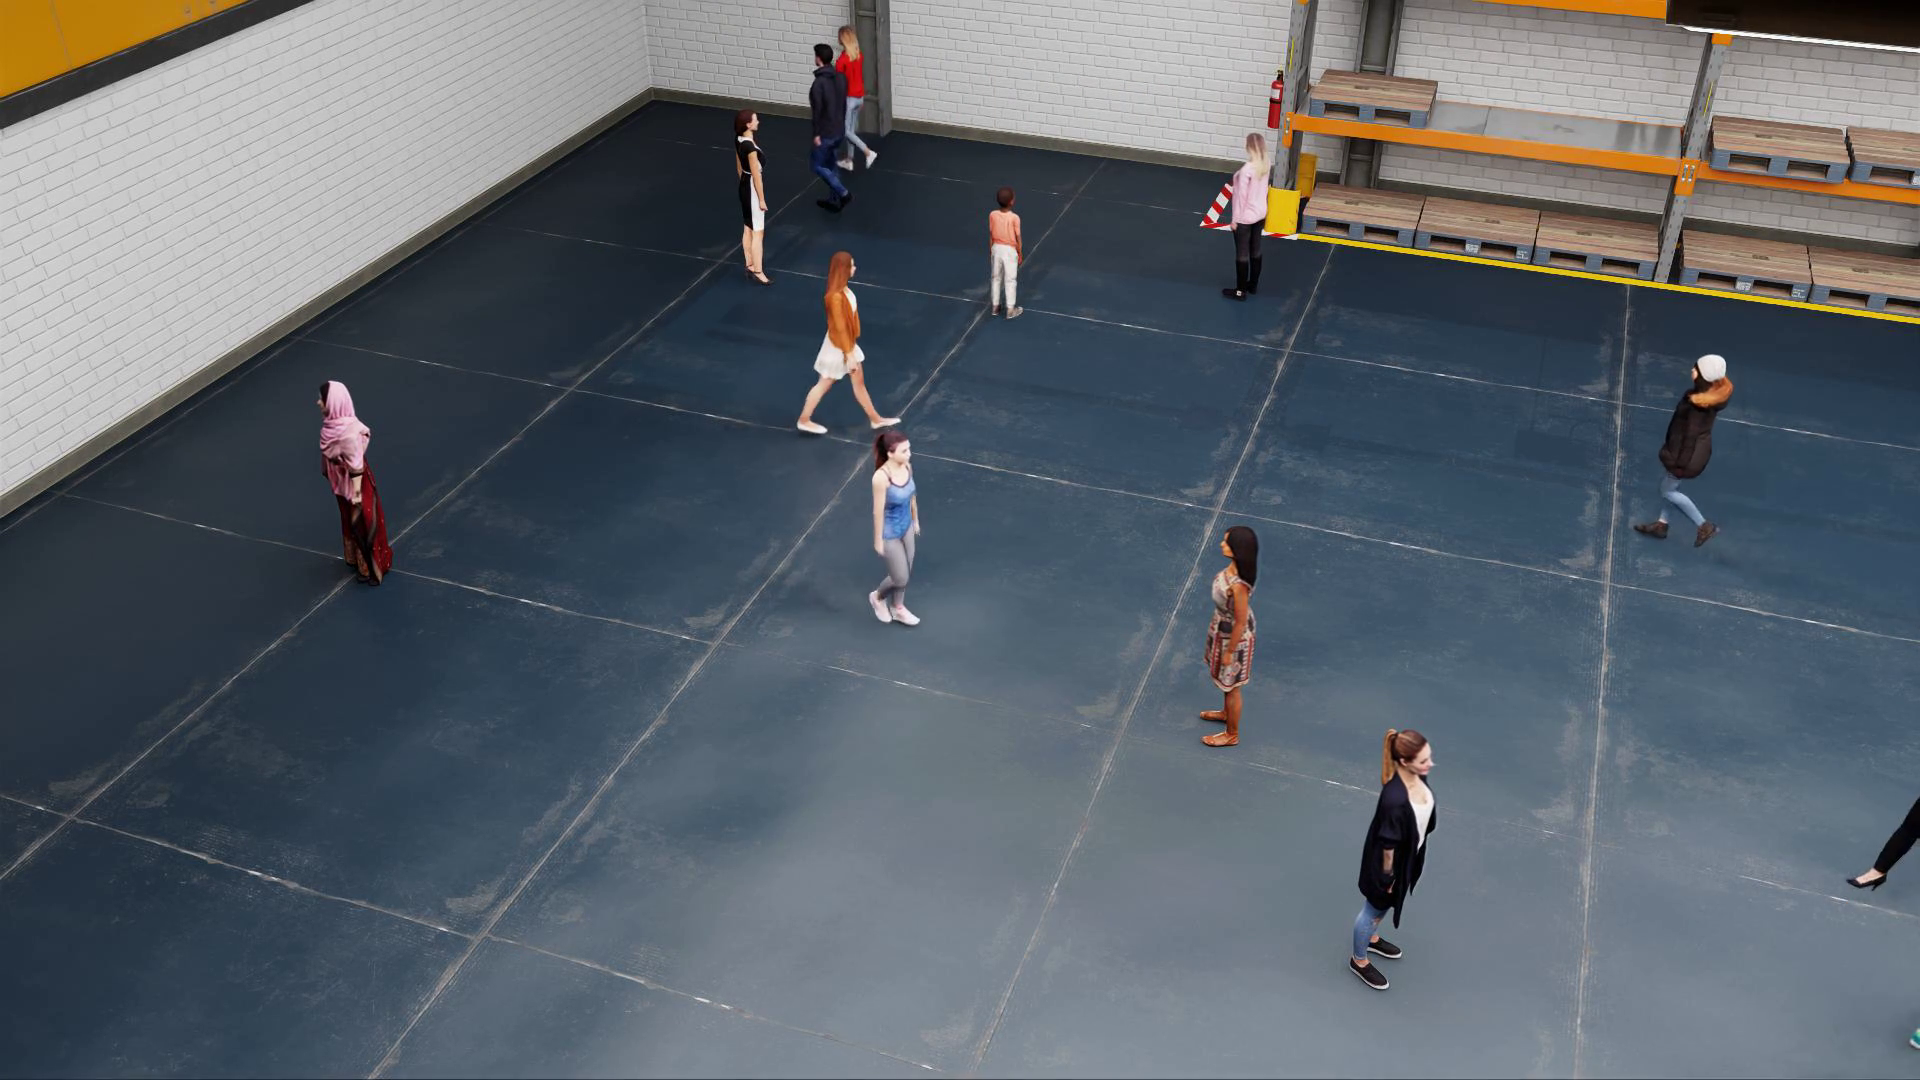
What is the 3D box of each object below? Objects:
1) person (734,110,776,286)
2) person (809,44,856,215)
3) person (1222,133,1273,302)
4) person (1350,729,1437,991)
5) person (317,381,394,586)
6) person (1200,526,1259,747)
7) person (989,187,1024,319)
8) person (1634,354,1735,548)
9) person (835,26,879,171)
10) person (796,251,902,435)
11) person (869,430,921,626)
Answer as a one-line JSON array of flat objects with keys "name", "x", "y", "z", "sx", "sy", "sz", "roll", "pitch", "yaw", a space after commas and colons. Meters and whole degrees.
[{"name": "person", "x": -2.075, "y": -3.417, "z": 16.605, "sx": 0.704, "sy": 1.795, "sz": 0.629, "roll": -17, "pitch": 37, "yaw": -24}, {"name": "person", "x": -1.365, "y": -4.400, "z": 18.013, "sx": 0.919, "sy": 1.874, "sz": 0.809, "roll": 22, "pitch": 39, "yaw": 29}, {"name": "person", "x": 2.860, "y": -3.182, "z": 16.350, "sx": 0.681, "sy": 1.686, "sz": 0.688, "roll": -27, "pitch": 42, "yaw": -34}, {"name": "person", "x": 2.331, "y": 1.698, "z": 9.010, "sx": 0.621, "sy": 1.684, "sz": 0.670, "roll": 19, "pitch": 38, "yaw": 26}, {"name": "person", "x": -4.486, "y": -0.448, "z": 12.282, "sx": 0.826, "sy": 1.637, "sz": 0.740, "roll": -20, "pitch": 39, "yaw": -27}, {"name": "person", "x": 1.753, "y": 0.608, "z": 10.685, "sx": 0.612, "sy": 1.645, "sz": 0.698, "roll": 3, "pitch": 34, "yaw": 5}, {"name": "person", "x": 0.431, "y": -2.789, "z": 16.098, "sx": 0.427, "sy": 1.310, "sz": 0.571, "roll": 15, "pitch": 37, "yaw": 22}, {"name": "person", "x": 5.579, "y": -0.643, "z": 12.589, "sx": 0.908, "sy": 1.621, "sz": 0.738, "roll": 21, "pitch": 39, "yaw": 28}, {"name": "person", "x": -1.205, "y": -5.027, "z": 19.124, "sx": 0.966, "sy": 1.688, "sz": 0.772, "roll": 22, "pitch": 40, "yaw": 30}, {"name": "person", "x": -1.102, "y": -1.607, "z": 13.994, "sx": 1.208, "sy": 1.672, "sz": 0.885, "roll": 1, "pitch": 34, "yaw": 1}, {"name": "person", "x": -0.514, "y": -0.075, "z": 11.753, "sx": 0.689, "sy": 1.599, "sz": 0.642, "roll": 20, "pitch": 39, "yaw": 28}]
